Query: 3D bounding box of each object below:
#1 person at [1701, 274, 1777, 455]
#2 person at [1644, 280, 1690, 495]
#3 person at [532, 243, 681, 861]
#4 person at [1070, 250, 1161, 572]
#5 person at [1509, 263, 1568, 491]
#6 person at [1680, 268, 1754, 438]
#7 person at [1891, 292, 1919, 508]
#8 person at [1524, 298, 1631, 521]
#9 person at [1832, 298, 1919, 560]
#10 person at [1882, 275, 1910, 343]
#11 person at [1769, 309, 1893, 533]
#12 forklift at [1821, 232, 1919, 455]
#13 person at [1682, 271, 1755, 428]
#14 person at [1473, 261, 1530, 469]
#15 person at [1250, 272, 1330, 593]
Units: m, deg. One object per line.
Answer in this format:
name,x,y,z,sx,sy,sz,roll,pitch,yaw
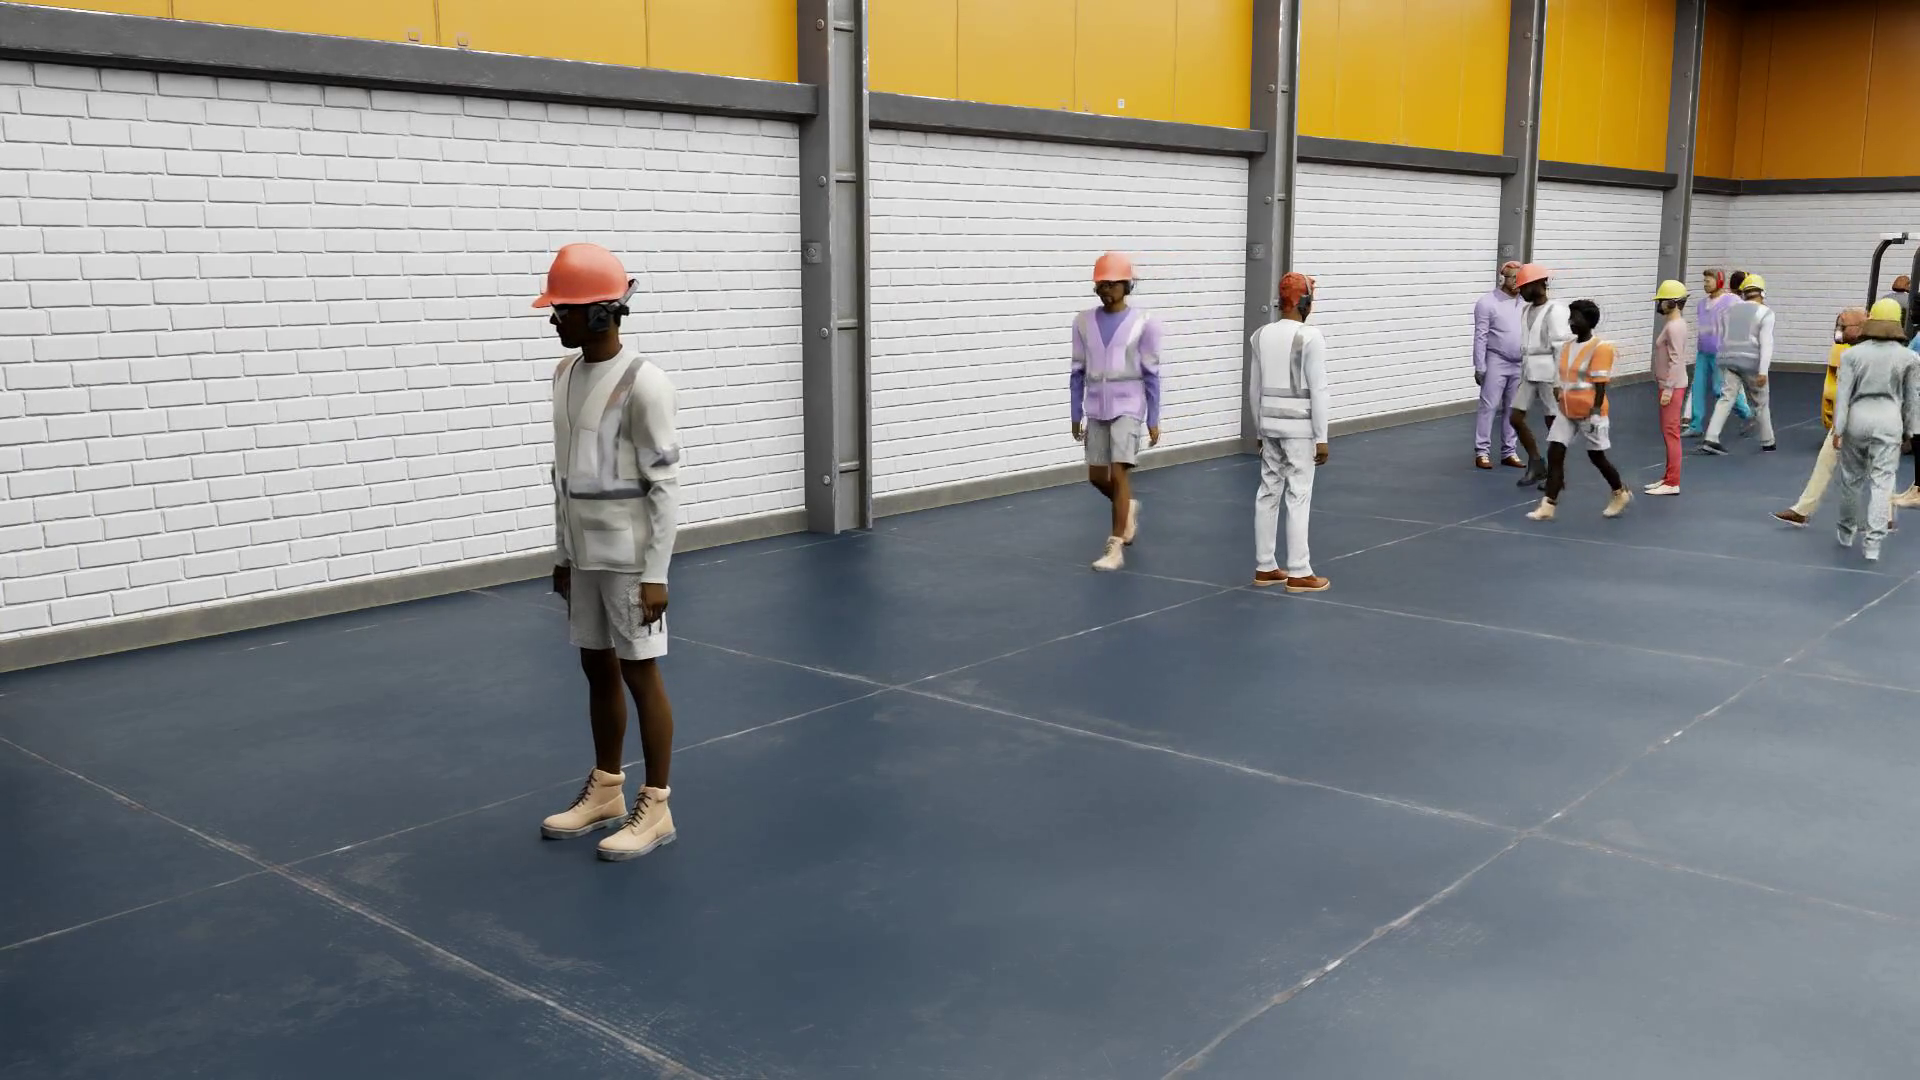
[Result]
person,7.694,-1.711,16.319,0.922,1.776,0.600,-6,11,-29
person,5.821,-1.249,13.700,0.326,1.767,0.533,4,11,23
person,-1.180,0.047,5.538,0.609,2.040,0.394,10,14,44
person,1.021,-0.840,10.681,0.612,2.023,0.808,6,11,29
person,4.872,-1.353,13.913,0.526,1.893,0.661,-3,10,-18
person,8.107,-1.985,17.735,0.751,1.823,0.571,-3,10,-16
person,7.515,-1.097,13.023,0.321,1.697,0.530,7,12,33
person,4.667,-0.961,12.349,0.827,1.665,0.534,-4,11,-20
person,6.056,-0.742,11.018,0.487,1.692,0.893,5,11,27
person,13.615,-3.020,24.158,0.268,1.632,0.507,-9,14,-43
person,6.287,-0.836,11.844,0.848,1.589,0.512,0,10,0
forklift,9.955,-1.972,16.595,2.313,2.155,1.214,1,10,8
person,8.656,-2.143,18.810,1.119,1.760,0.533,-5,11,-24
person,5.042,-1.605,15.325,0.650,1.906,0.401,-3,10,-15
person,1.959,-0.633,9.852,0.356,1.886,0.574,-7,12,-35
